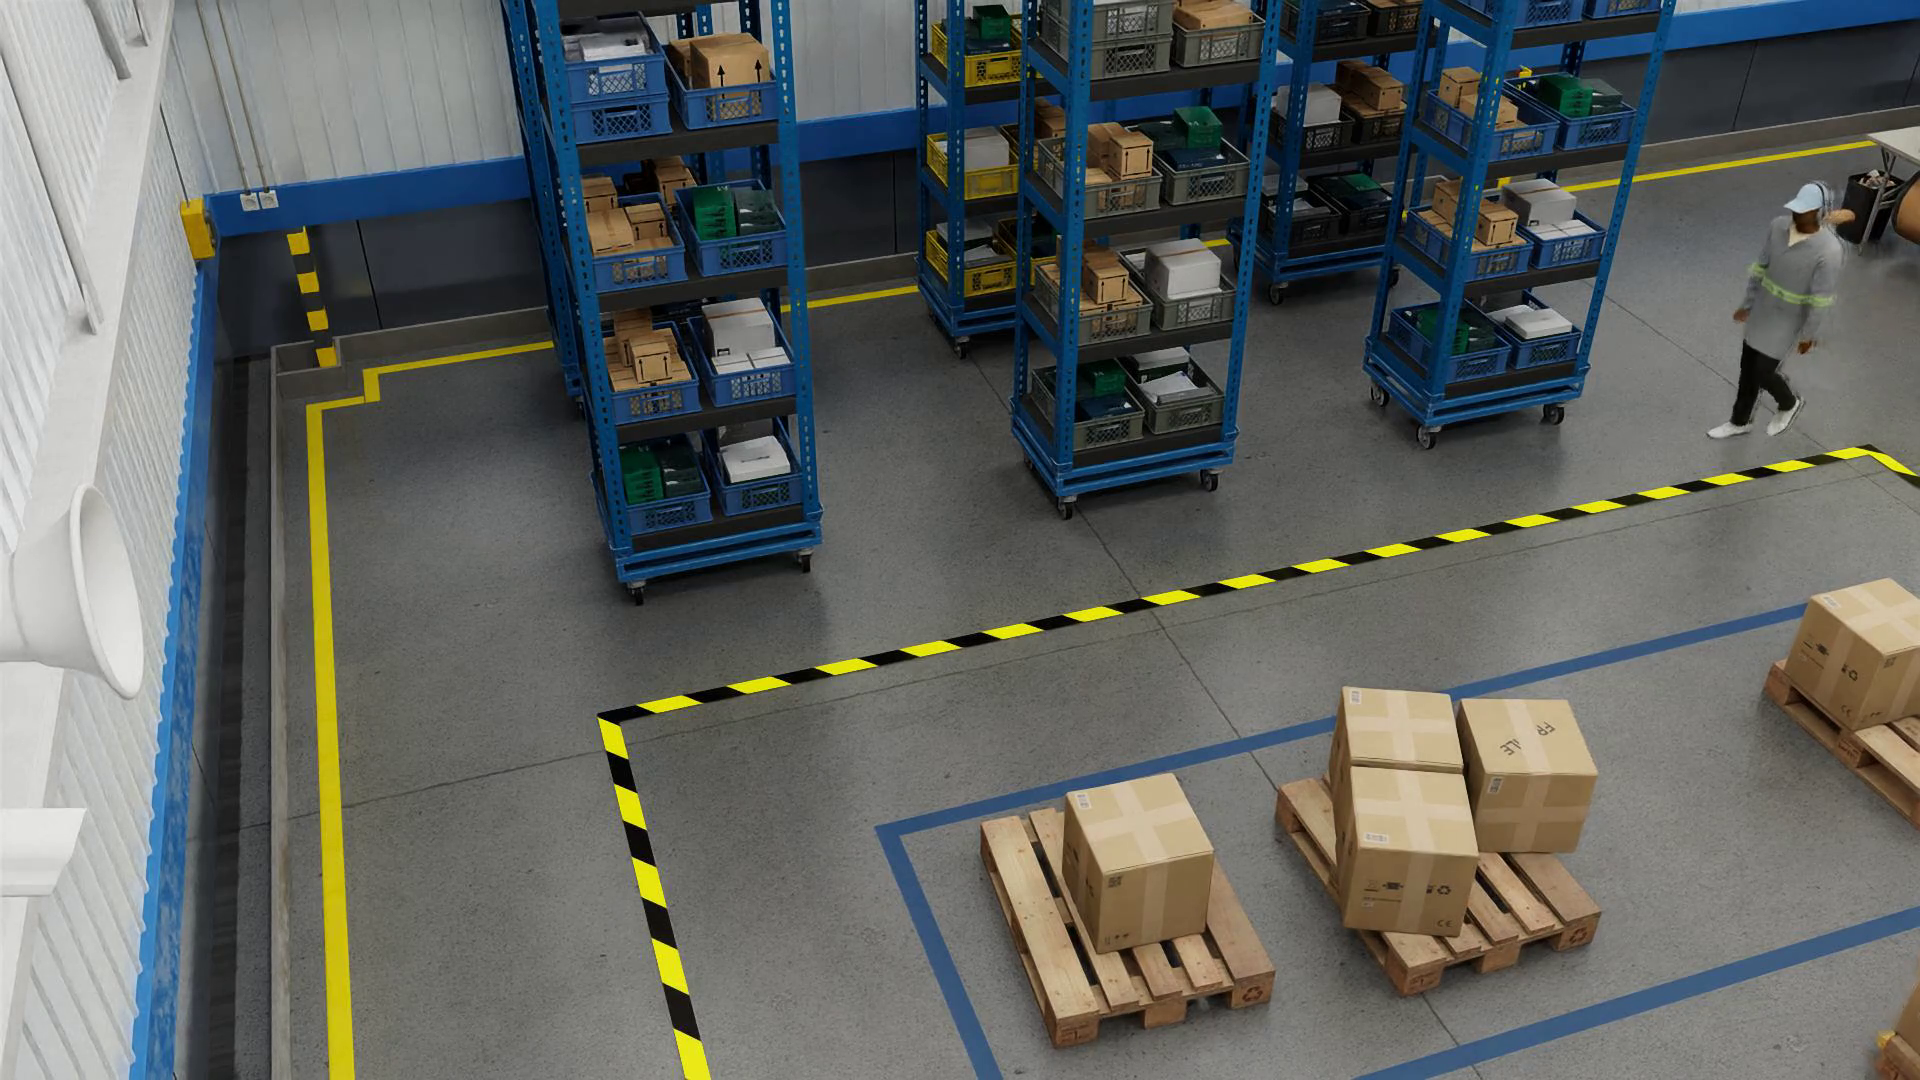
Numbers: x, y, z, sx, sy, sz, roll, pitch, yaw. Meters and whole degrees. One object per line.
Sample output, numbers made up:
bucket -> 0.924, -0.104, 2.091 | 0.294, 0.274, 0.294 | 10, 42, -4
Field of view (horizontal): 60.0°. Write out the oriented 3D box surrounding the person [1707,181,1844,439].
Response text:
person -> 5.308, -1.458, 10.760 | 0.483, 1.838, 0.595 | -10, 36, -14

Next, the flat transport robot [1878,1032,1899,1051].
flat transport robot -> 4.463, 2.419, 6.601 | 0.652, 0.197, 1.431 | -11, 37, -15
